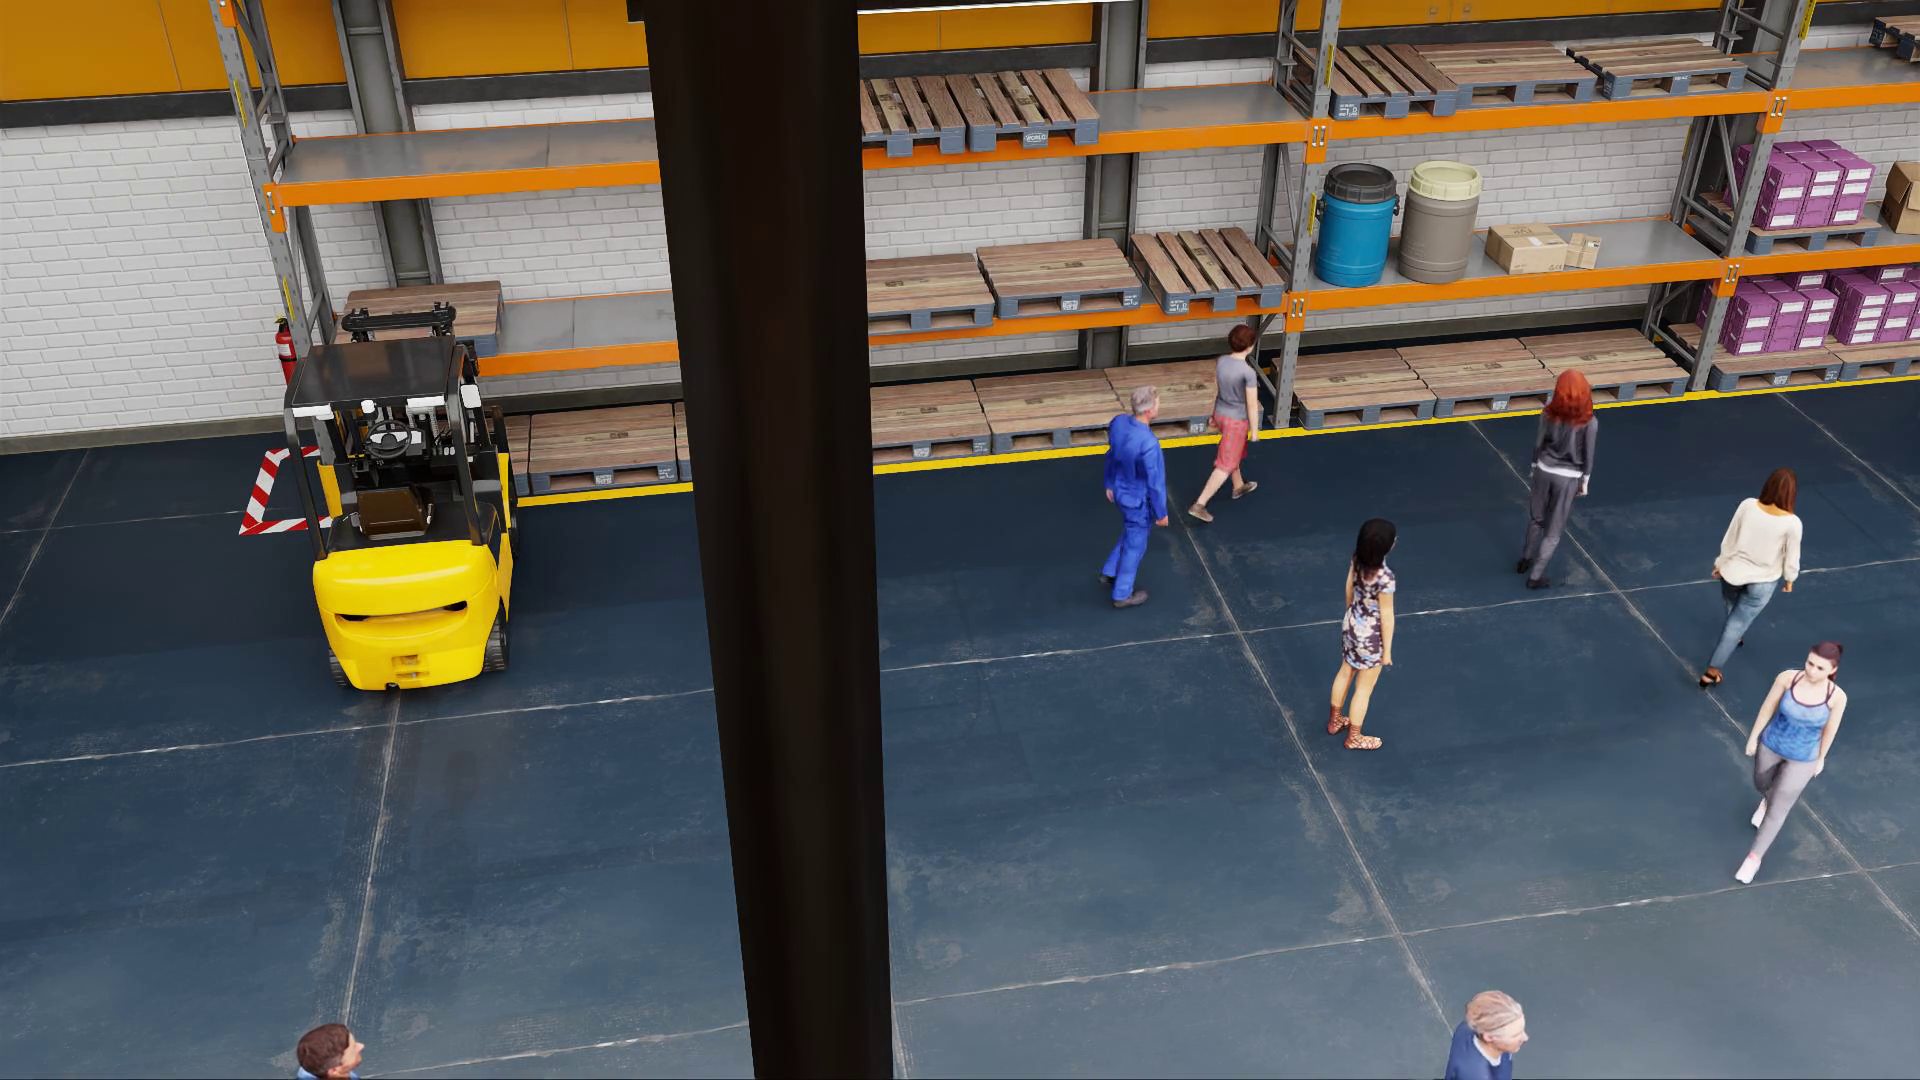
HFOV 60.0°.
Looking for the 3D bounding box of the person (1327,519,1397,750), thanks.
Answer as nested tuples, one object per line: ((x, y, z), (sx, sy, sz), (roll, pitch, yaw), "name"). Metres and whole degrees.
((2.612, 0.604, 10.744), (0.590, 1.734, 0.632), (-13, 36, -18), "person")

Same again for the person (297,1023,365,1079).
((-2.650, 2.802, 7.321), (0.723, 1.862, 0.730), (-24, 40, -31), "person")

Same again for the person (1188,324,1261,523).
((2.090, -0.893, 13.098), (1.184, 1.622, 0.916), (-20, 39, -28), "person")

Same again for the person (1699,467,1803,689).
((5.315, 0.294, 11.289), (1.144, 1.647, 0.983), (-27, 42, -34), "person")

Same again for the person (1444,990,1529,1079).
((2.169, 2.686, 7.520), (1.243, 1.836, 1.086), (16, 37, 23), "person")

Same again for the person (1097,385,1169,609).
((1.188, -0.275, 11.995), (0.755, 1.813, 0.793), (-12, 36, -18), "person")

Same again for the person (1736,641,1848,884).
((4.958, 1.238, 9.931), (1.094, 1.577, 0.940), (-28, 43, -35), "person")

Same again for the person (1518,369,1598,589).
((4.421, -0.456, 12.300), (0.784, 1.778, 0.735), (-22, 39, -29), "person")
